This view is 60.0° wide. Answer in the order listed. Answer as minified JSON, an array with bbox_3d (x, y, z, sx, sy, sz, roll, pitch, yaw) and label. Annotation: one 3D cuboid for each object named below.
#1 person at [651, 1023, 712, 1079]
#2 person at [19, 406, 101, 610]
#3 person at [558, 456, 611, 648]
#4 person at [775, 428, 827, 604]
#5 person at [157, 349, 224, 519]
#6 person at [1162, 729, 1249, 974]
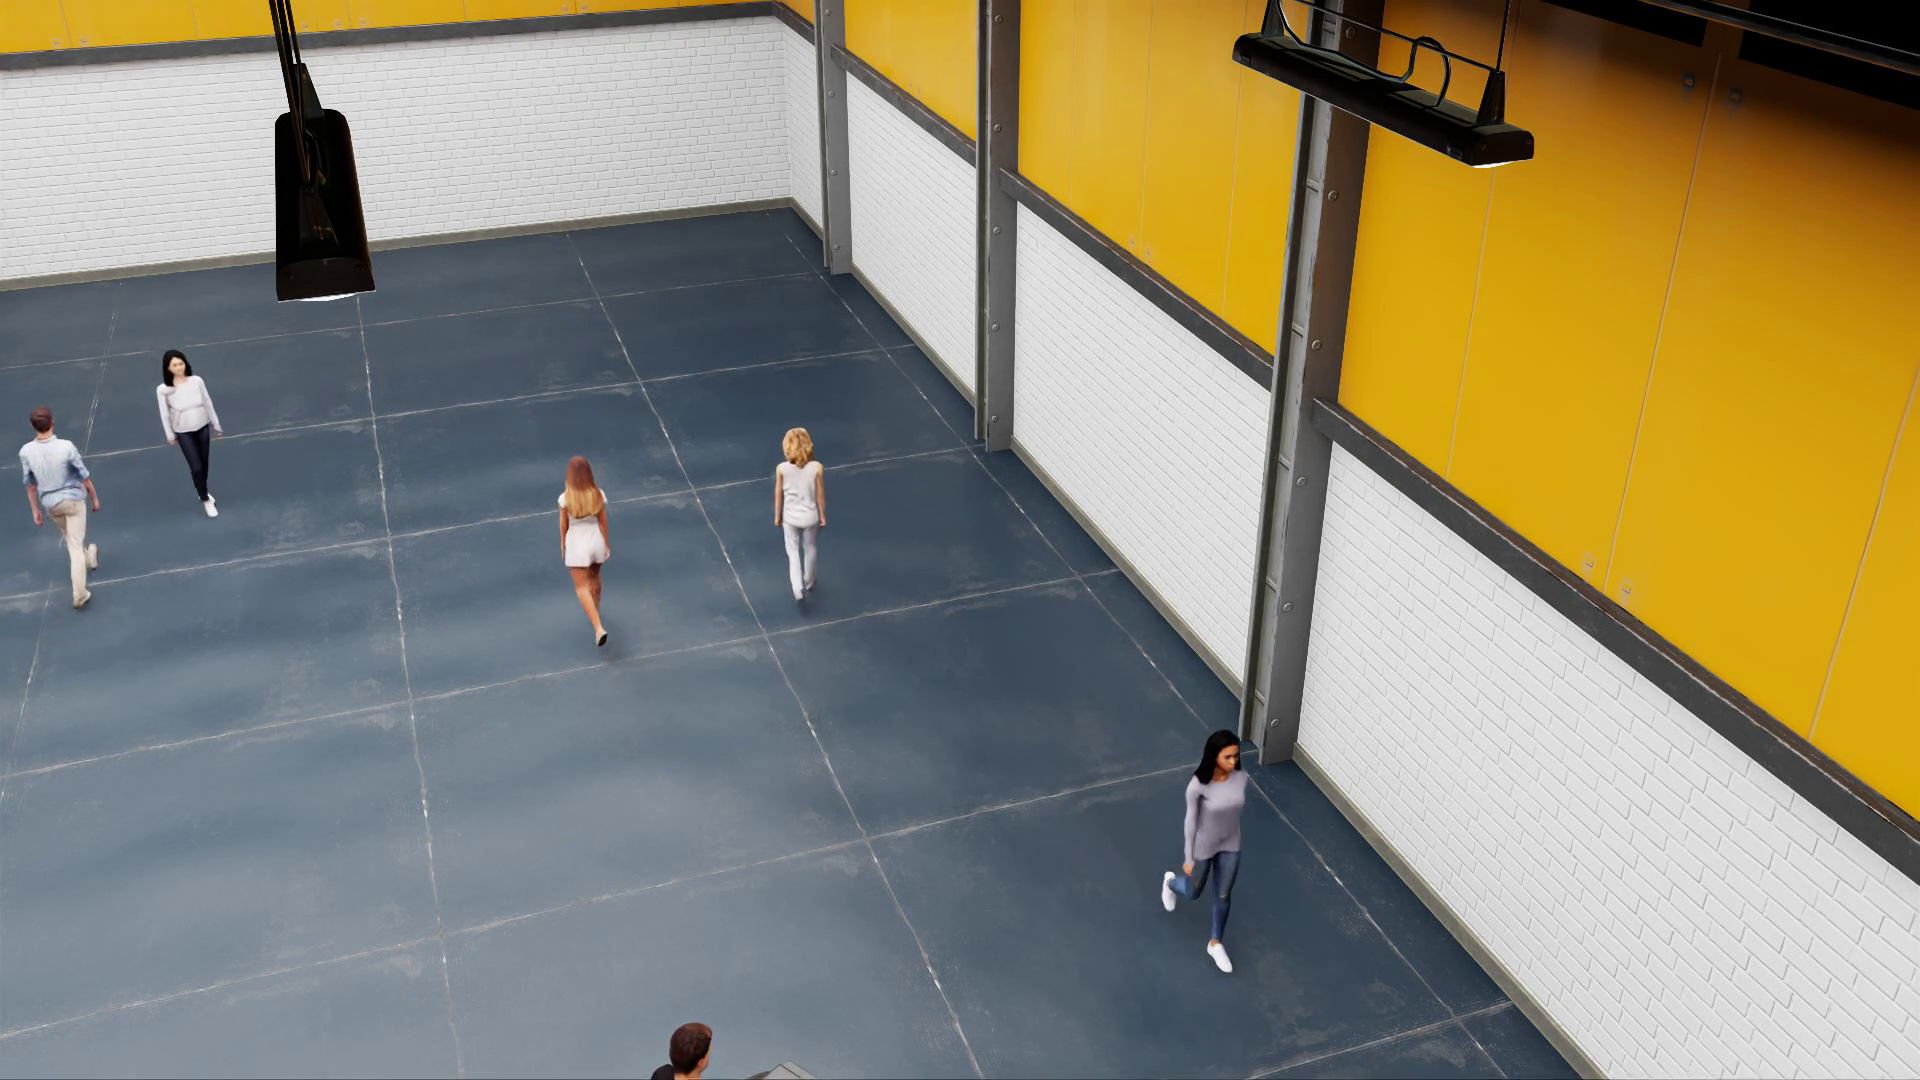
[{"bbox_3d":[-1.322,3.174,8.390,0.737,1.858,0.832,18,33,29],"label":"person"},{"bbox_3d":[-7.960,-0.257,14.735,0.833,1.807,1.233,-4,29,-8],"label":"person"},{"bbox_3d":[-3.182,0.116,14.196,0.668,1.667,1.079,-14,32,-24],"label":"person"},{"bbox_3d":[-1.429,-0.192,14.771,0.762,1.658,0.971,-2,29,-4],"label":"person"},{"bbox_3d":[-7.617,-1.106,16.423,0.968,1.679,0.840,23,36,36],"label":"person"},{"bbox_3d":[1.586,1.943,10.795,0.599,1.717,0.958,-10,30,-18],"label":"person"}]
